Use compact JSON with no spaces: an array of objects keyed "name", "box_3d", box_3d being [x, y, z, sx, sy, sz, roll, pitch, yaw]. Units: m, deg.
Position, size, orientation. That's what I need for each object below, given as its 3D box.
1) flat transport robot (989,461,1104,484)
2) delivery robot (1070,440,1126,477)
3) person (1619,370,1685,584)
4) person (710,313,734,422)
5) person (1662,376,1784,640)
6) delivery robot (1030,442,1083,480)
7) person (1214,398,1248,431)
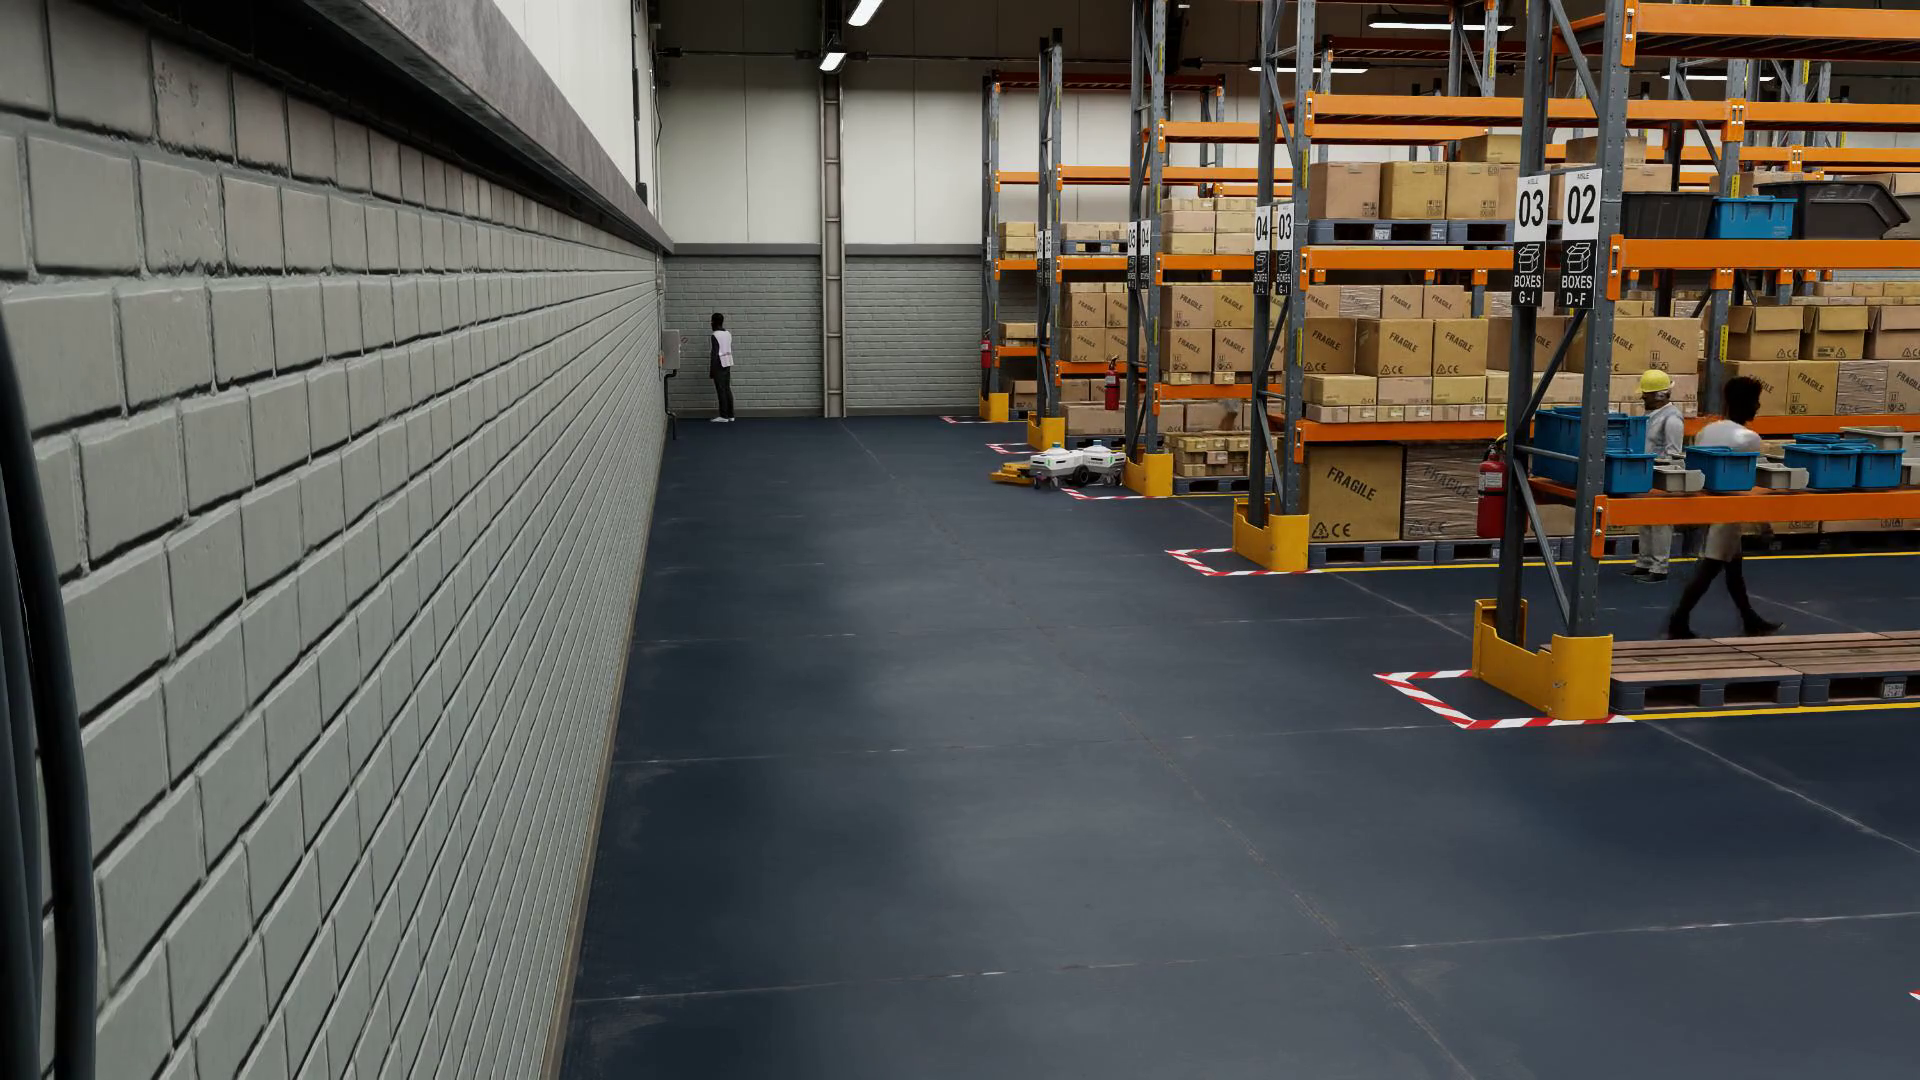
[{"name":"flat transport robot","box_3d":[1.110,-0.891,21.084,1.431,0.197,0.652,-8,12,-41]},{"name":"delivery robot","box_3d":[1.695,-0.990,20.538,0.707,0.478,0.477,8,12,41]},{"name":"person","box_3d":[5.880,-0.534,14.117,0.404,1.822,0.586,0,9,1]},{"name":"person","box_3d":[-4.184,-3.032,29.253,0.384,1.913,0.592,3,10,18]},{"name":"person","box_3d":[5.455,-0.203,11.792,1.005,1.914,0.623,-1,9,-9]},{"name":"delivery robot","box_3d":[1.173,-0.944,20.253,0.477,0.478,0.707,8,12,41]},{"name":"person","box_3d":[3.925,-2.187,24.001,0.400,1.922,0.554,-4,10,-22]}]
